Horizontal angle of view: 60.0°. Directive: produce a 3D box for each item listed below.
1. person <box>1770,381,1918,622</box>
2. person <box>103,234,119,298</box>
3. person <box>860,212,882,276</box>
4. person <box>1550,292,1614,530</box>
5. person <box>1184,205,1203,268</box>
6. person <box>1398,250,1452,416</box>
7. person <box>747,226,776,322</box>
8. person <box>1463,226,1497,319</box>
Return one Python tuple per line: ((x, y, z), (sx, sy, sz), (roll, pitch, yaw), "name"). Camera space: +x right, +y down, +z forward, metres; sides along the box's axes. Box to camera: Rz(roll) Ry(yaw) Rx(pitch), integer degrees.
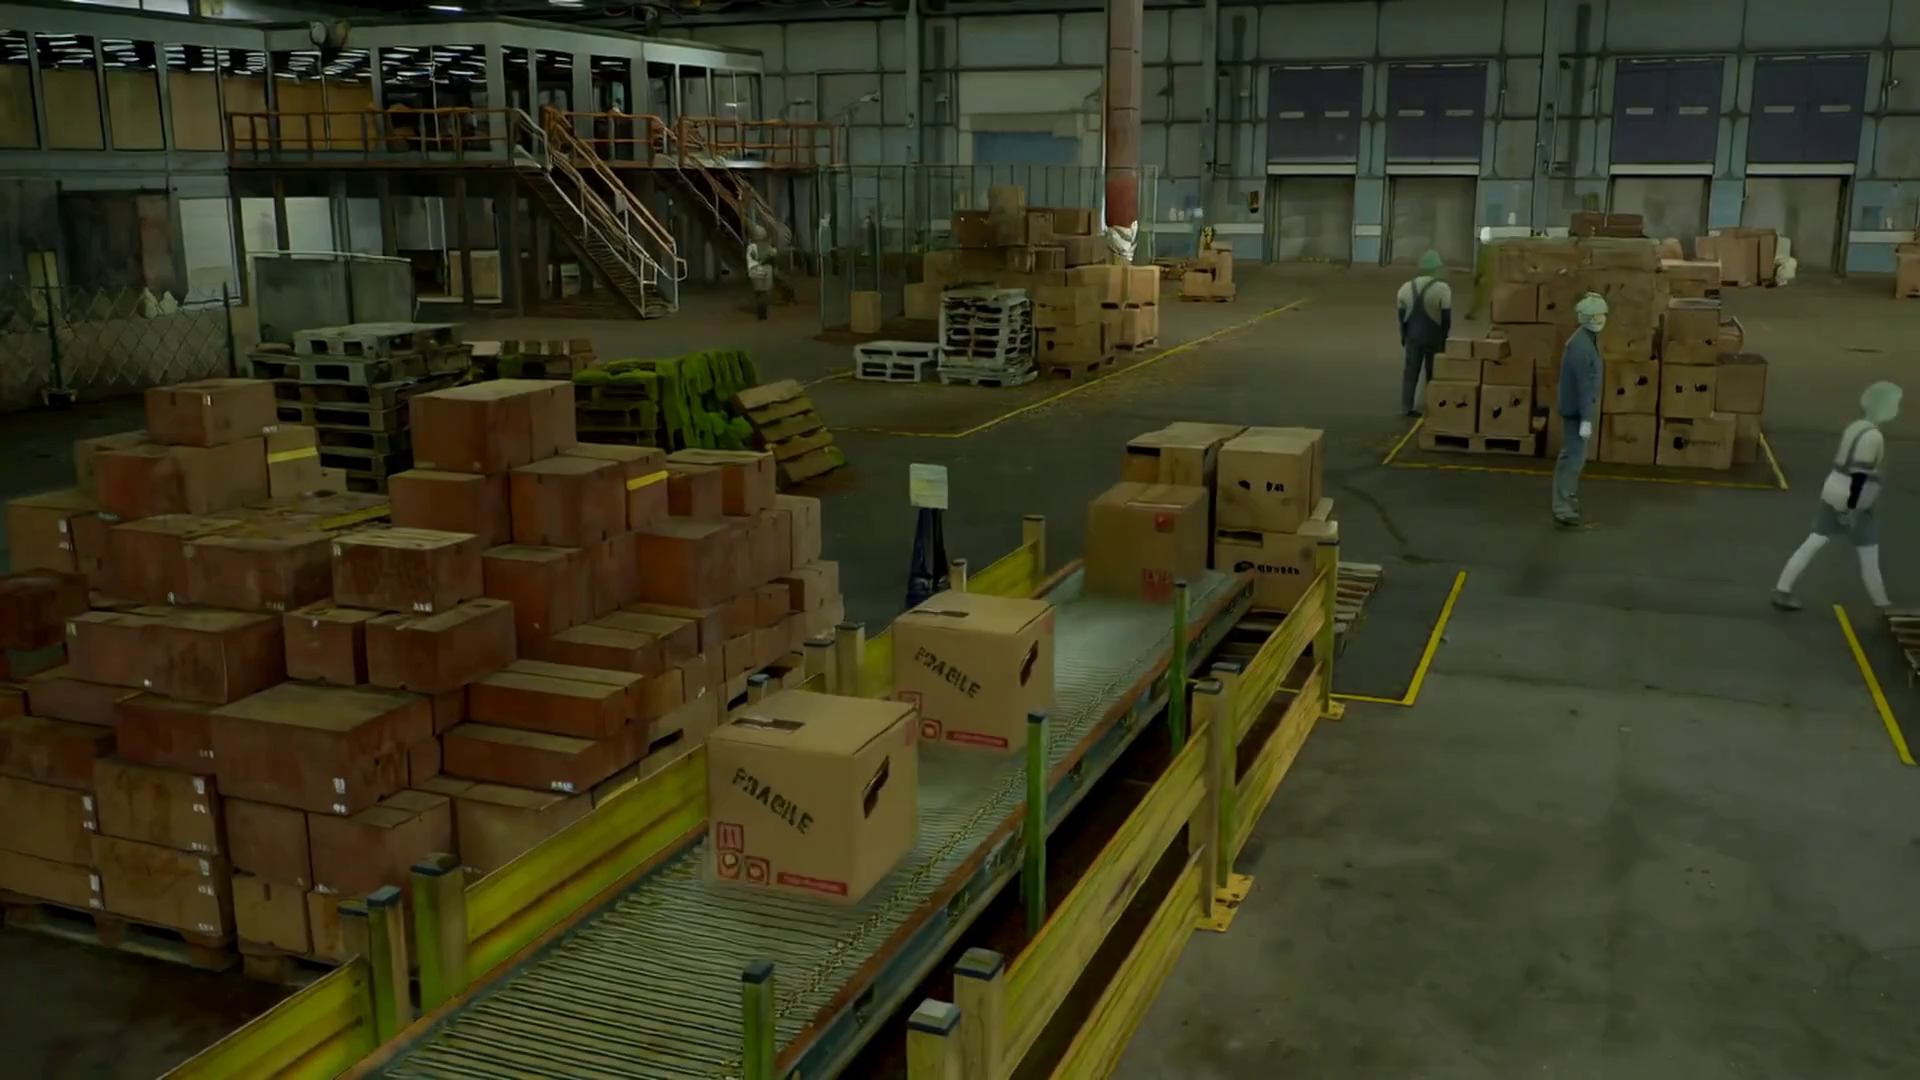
((5.994, -0.259, 11.175), (0.910, 1.633, 0.584), (3, 13, 12), "person")
((-18.758, -5.891, 36.431), (0.644, 1.607, 0.531), (-12, 17, -42), "person")
((-2.576, -8.451, 47.495), (0.663, 1.812, 0.803), (-8, 15, -33), "person")
((5.264, -1.094, 14.097), (0.394, 1.994, 0.612), (2, 13, 8), "person")
((7.365, -9.340, 51.285), (0.964, 1.900, 0.643), (8, 15, 30), "person")
((5.738, -2.525, 20.412), (0.676, 2.000, 0.536), (11, 17, 42), "person")
((-4.001, -5.372, 33.511), (0.544, 1.903, 0.918), (-3, 13, -14), "person")
((10.632, -5.354, 33.436), (0.635, 1.911, 0.967), (-8, 15, -32), "person")
